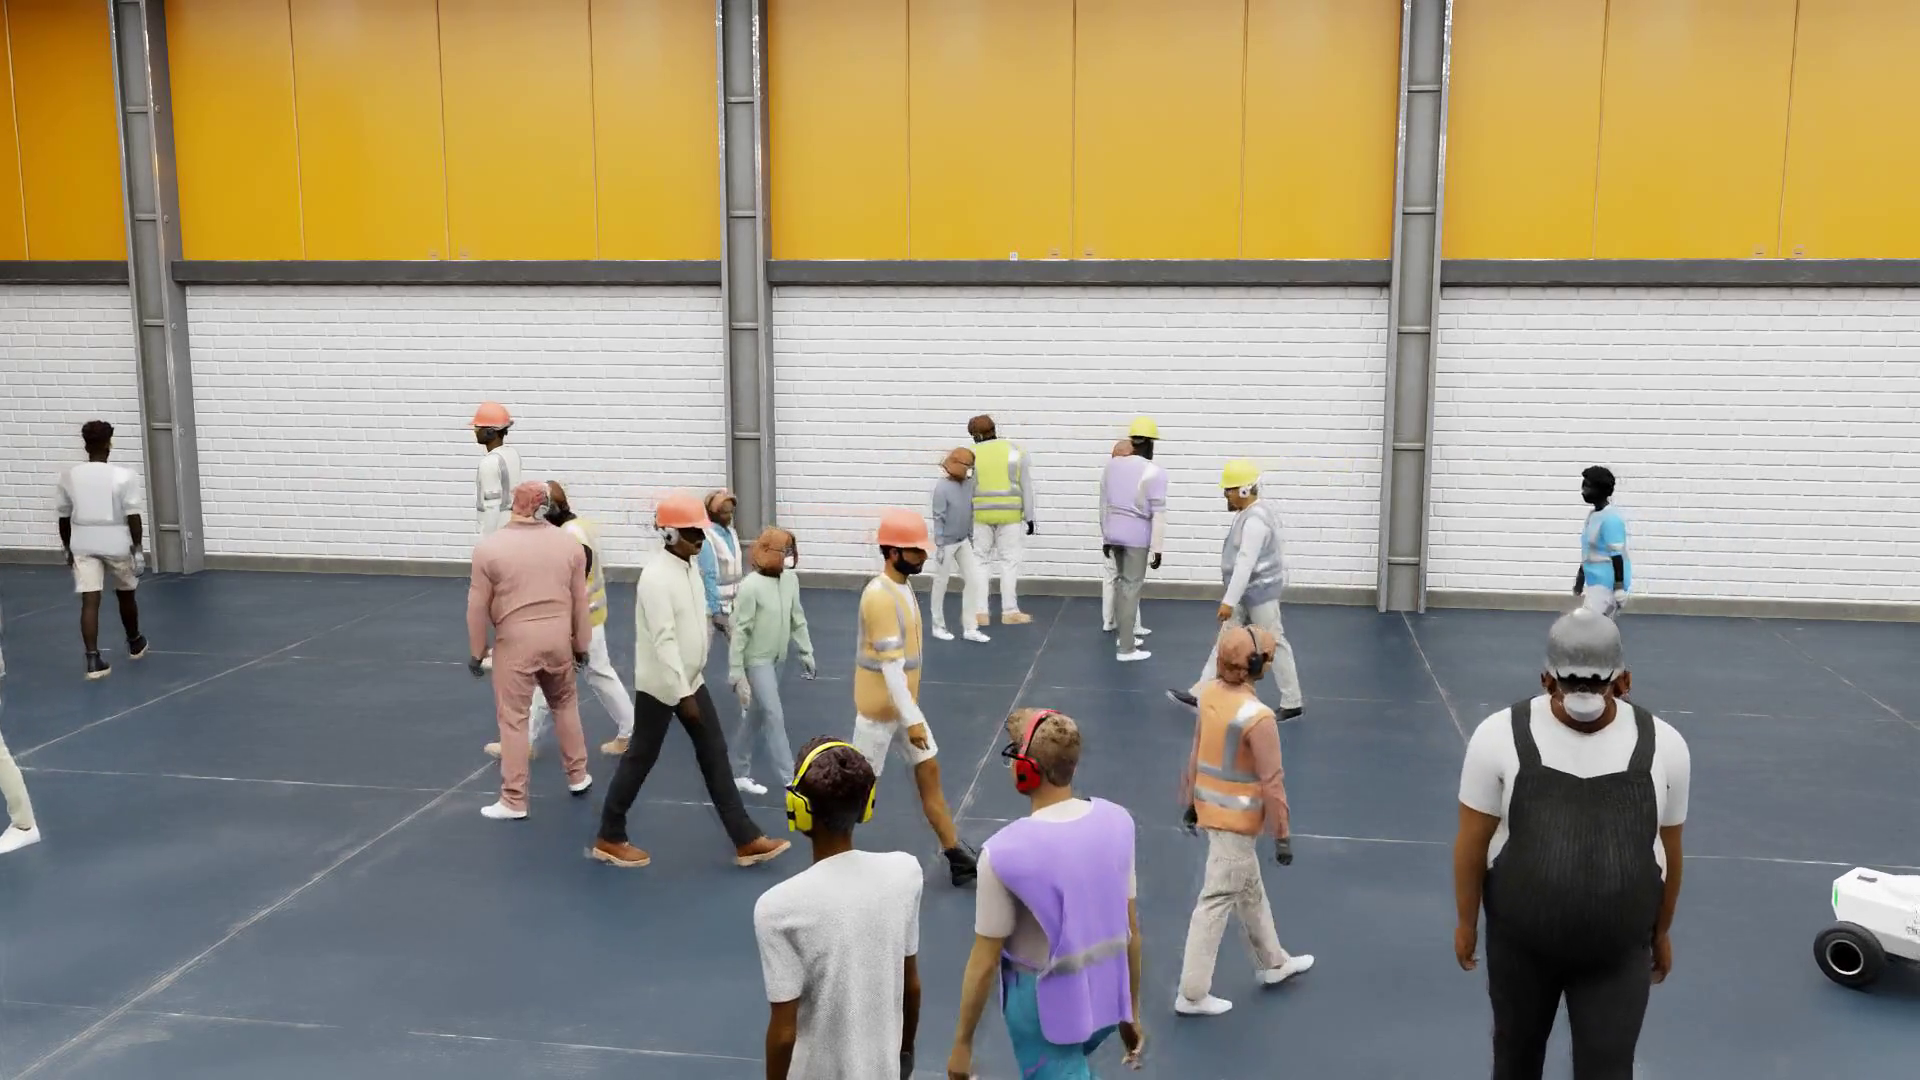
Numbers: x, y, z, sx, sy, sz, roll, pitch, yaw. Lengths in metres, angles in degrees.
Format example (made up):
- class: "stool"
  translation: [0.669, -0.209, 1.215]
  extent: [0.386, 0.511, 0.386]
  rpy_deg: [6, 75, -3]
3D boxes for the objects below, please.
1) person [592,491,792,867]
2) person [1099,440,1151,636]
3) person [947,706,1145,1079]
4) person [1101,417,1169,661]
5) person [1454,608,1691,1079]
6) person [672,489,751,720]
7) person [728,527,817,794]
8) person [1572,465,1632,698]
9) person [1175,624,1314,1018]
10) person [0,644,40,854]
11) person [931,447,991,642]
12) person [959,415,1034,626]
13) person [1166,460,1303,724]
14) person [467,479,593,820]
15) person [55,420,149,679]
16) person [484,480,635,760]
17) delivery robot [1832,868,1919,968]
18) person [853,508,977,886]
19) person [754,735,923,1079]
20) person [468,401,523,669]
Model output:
- class: "person"
  translation: [-1.410, 0.722, 8.375]
  extent: [1.053, 1.941, 0.629]
  rpy_deg: [3, 10, 16]
- class: "person"
  translation: [1.367, -0.018, 13.846]
  extent: [0.511, 1.640, 0.308]
  rpy_deg: [9, 13, 44]
- class: "person"
  translation: [0.285, 1.375, 4.798]
  extent: [0.591, 1.794, 0.987]
  rpy_deg: [-9, 13, -44]
- class: "person"
  translation: [1.385, -0.012, 13.067]
  extent: [0.609, 1.894, 0.635]
  rpy_deg: [8, 12, 42]
- class: "person"
  translation: [1.932, 1.168, 5.290]
  extent: [0.692, 2.000, 0.834]
  rpy_deg: [3, 10, 15]
- class: "person"
  translation: [-1.687, 0.434, 11.166]
  extent: [0.837, 1.600, 0.505]
  rpy_deg: [4, 10, 22]
- class: "person"
  translation: [-1.027, 0.717, 9.444]
  extent: [0.835, 1.587, 0.522]
  rpy_deg: [5, 10, 28]
- class: "person"
  translation: [4.504, 0.313, 11.668]
  extent: [0.463, 1.671, 0.591]
  rpy_deg: [1, 9, 7]
- class: "person"
  translation: [1.216, 1.137, 6.783]
  extent: [0.794, 1.604, 0.545]
  rpy_deg: [-3, 10, -18]
- class: "person"
  translation: [-5.104, 0.745, 8.518]
  extent: [0.575, 1.862, 0.560]
  rpy_deg: [6, 11, 35]
- class: "person"
  translation: [-0.001, 0.044, 13.521]
  extent: [0.662, 1.601, 0.542]
  rpy_deg: [8, 12, 39]
- class: "person"
  translation: [0.311, -0.162, 14.238]
  extent: [0.697, 1.815, 0.431]
  rpy_deg: [0, 9, 2]
- class: "person"
  translation: [1.883, 0.352, 11.133]
  extent: [0.946, 1.765, 0.602]
  rpy_deg: [0, 9, 2]
- class: "person"
  translation: [-2.382, 0.601, 9.365]
  extent: [0.750, 1.875, 0.520]
  rpy_deg: [-7, 12, -37]
- class: "person"
  translation: [-6.498, 0.043, 12.625]
  extent: [0.625, 1.911, 0.996]
  rpy_deg: [-2, 9, -11]
- class: "person"
  translation: [-2.421, 0.499, 10.271]
  extent: [0.997, 1.766, 0.695]
  rpy_deg: [-4, 10, -24]
- class: "delivery robot"
  translation: [4.075, 1.589, 6.975]
  extent: [0.477, 0.478, 0.707]
  rpy_deg: [-8, 12, -40]
- class: "person"
  translation: [-0.244, 0.794, 8.058]
  extent: [0.980, 1.890, 0.567]
  rpy_deg: [3, 10, 16]
- class: "person"
  translation: [-0.319, 1.418, 4.274]
  extent: [0.521, 1.873, 0.335]
  rpy_deg: [-7, 12, -38]
- class: "person"
  translation: [-3.538, -0.037, 12.707]
  extent: [0.364, 2.048, 0.608]
  rpy_deg: [0, 9, 2]
